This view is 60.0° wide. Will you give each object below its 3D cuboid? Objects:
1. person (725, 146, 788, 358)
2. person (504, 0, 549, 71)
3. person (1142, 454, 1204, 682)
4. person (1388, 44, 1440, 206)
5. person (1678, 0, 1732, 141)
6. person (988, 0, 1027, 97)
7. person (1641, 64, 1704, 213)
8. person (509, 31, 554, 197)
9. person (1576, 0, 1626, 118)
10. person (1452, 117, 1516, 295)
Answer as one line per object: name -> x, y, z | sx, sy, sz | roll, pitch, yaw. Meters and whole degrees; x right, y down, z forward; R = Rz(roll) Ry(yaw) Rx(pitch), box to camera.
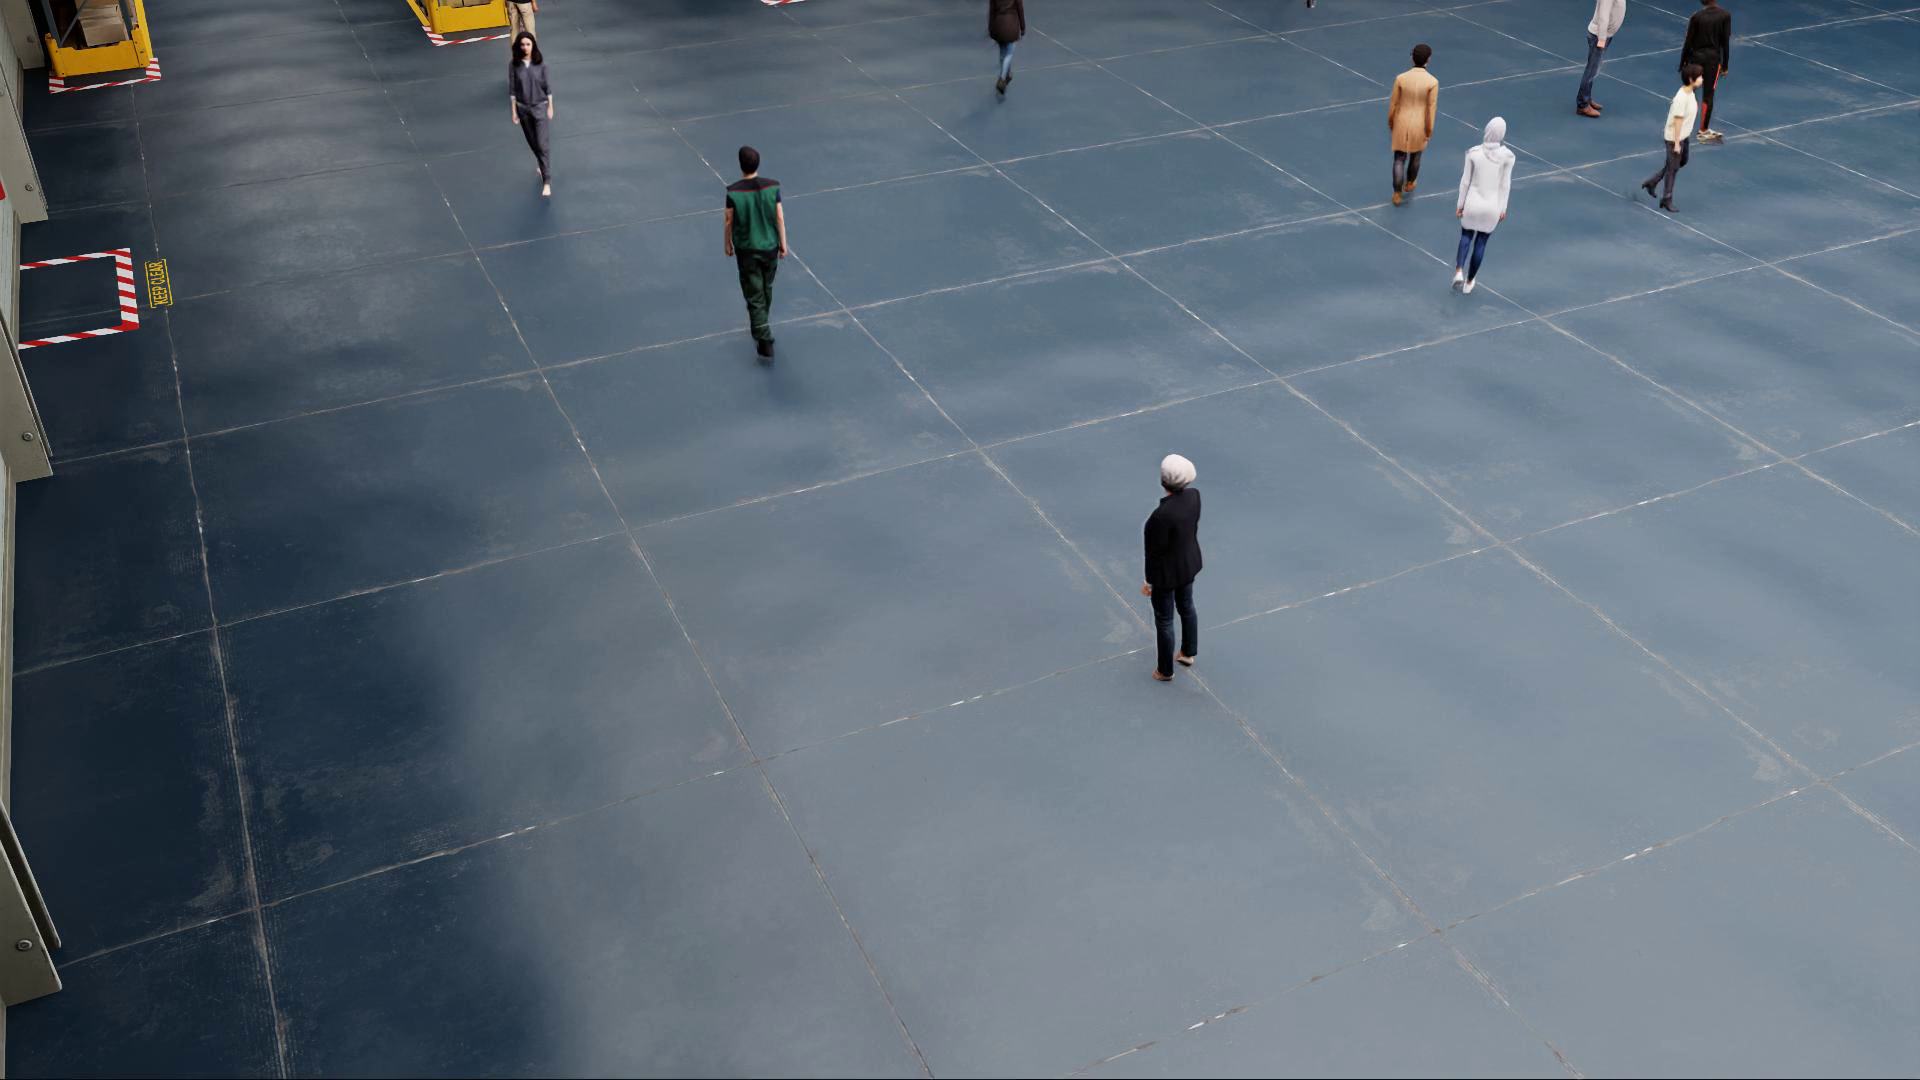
person -> -1.807, -2.550, 14.961 | 0.726, 1.850, 1.255 | -12, 35, -18
person -> -5.822, -7.109, 21.966 | 0.701, 1.855, 0.759 | 10, 34, 16
person -> 1.441, 0.183, 10.941 | 0.704, 1.782, 0.801 | 29, 43, 36
person -> 4.879, -4.483, 18.066 | 0.987, 1.705, 1.045 | 11, 35, 16
person -> 8.916, -5.670, 19.817 | 0.850, 1.786, 0.864 | 14, 36, 21
person -> 0.580, -6.524, 21.291 | 1.051, 1.609, 1.094 | 13, 35, 19
person -> 7.720, -4.364, 17.994 | 0.825, 1.584, 0.752 | 22, 39, 30
person -> -4.758, -4.790, 18.527 | 0.894, 1.716, 1.244 | -2, 33, -3
person -> 7.944, -6.246, 20.599 | 0.866, 1.899, 0.830 | 15, 36, 21
person -> 5.004, -3.165, 15.984 | 0.840, 1.765, 0.891 | 14, 36, 20
